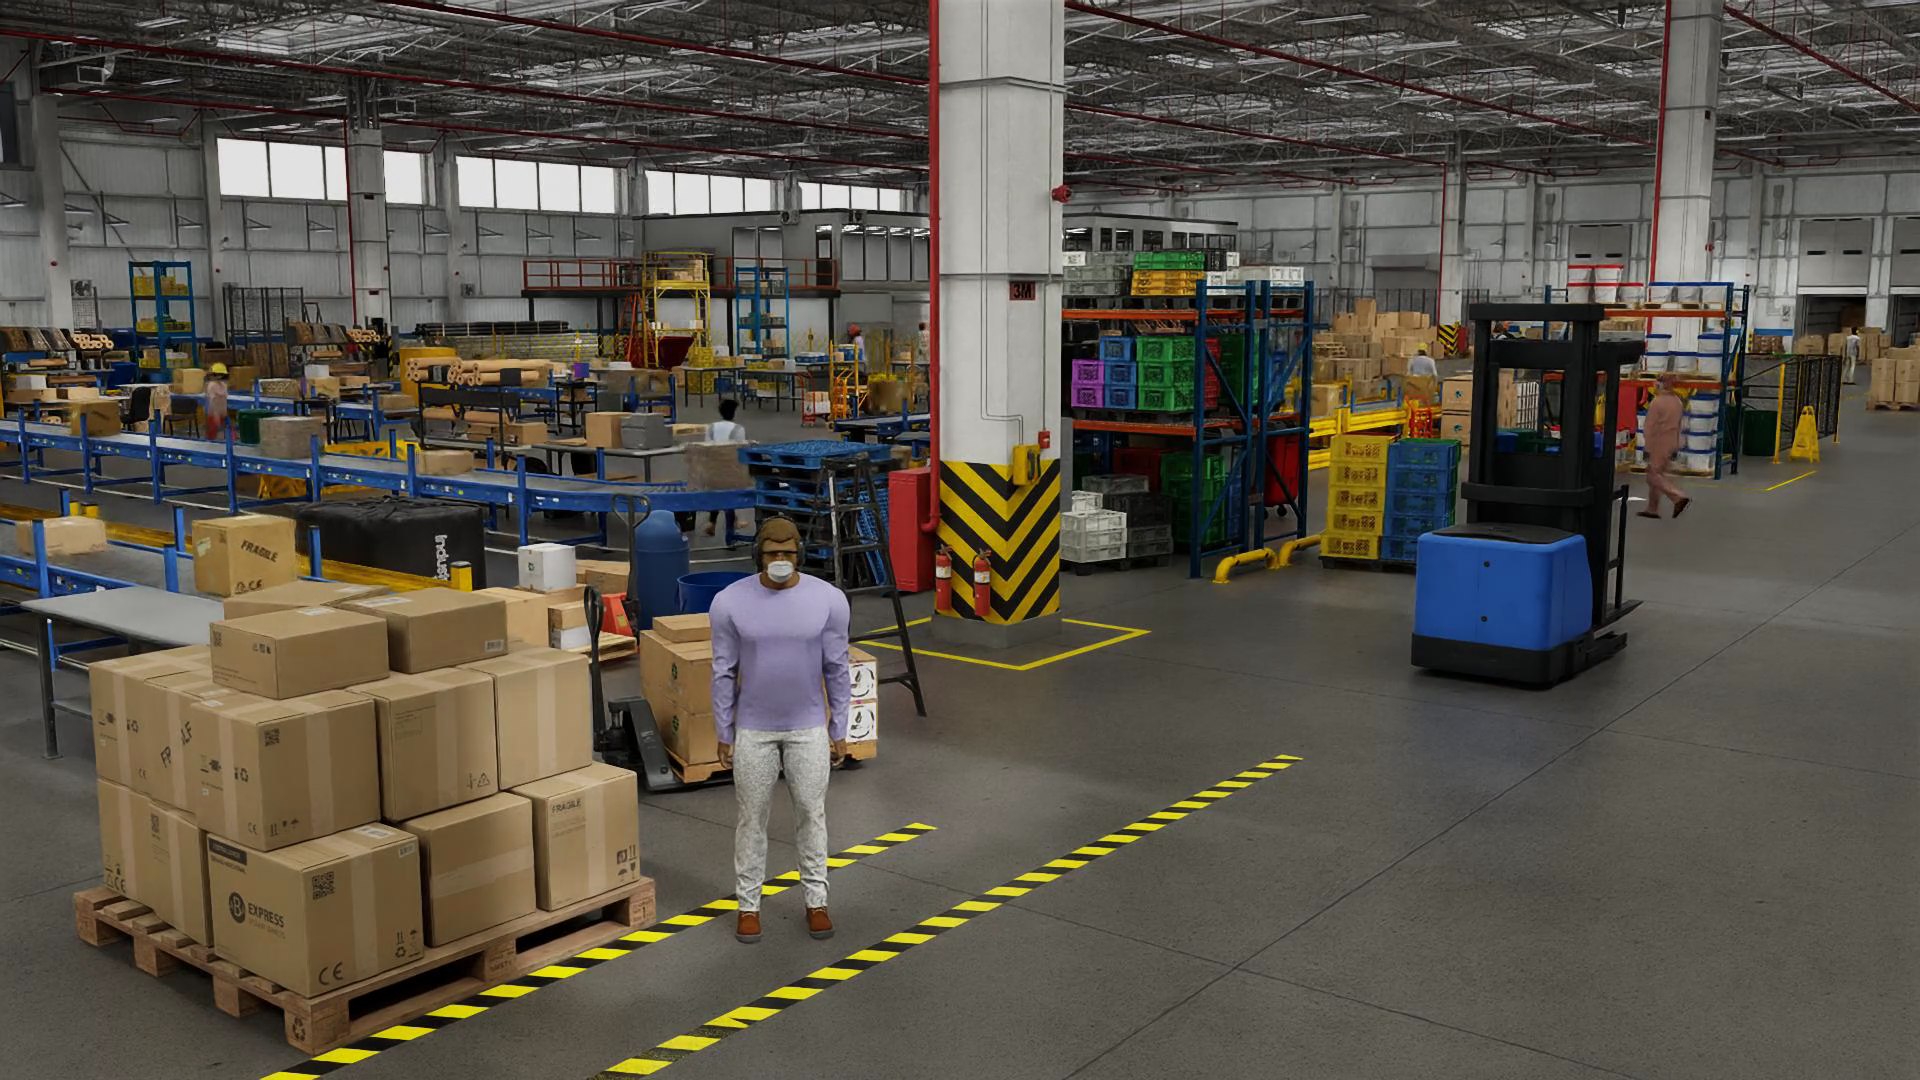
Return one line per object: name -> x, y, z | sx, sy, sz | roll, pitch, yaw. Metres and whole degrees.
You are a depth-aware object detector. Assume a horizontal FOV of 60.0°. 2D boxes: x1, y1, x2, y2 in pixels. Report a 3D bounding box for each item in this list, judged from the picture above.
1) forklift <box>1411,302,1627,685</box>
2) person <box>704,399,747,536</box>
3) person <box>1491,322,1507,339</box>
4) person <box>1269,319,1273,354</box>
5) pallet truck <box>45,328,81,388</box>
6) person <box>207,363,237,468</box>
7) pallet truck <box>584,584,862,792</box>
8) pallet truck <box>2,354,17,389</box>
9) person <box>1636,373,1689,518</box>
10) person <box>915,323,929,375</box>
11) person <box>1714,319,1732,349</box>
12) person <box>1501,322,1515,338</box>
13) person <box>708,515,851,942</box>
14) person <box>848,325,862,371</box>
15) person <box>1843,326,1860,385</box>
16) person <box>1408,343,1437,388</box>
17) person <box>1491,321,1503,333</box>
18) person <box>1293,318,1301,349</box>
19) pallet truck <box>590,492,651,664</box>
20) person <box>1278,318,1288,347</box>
forklift -> 4.379, -0.438, 12.852 | 1.129, 2.768, 1.873 | 7, 11, 37
person -> -2.859, -0.878, 19.988 | 0.517, 1.639, 0.920 | 5, 10, 28
person -> 16.027, -5.459, 49.517 | 0.538, 2.000, 0.684 | -7, 11, -41
person -> 12.924, -8.453, 70.130 | 0.548, 1.914, 0.673 | 5, 10, 31
pallet truck -> -23.775, -4.544, 43.495 | 1.885, 1.965, 0.823 | 6, 10, 35
person -> -12.189, -2.043, 27.509 | 0.702, 1.744, 0.546 | 2, 9, 10
pallet truck -> -1.426, 0.805, 10.019 | 1.601, 1.201, 0.680 | -4, 9, -26
pallet truck -> -24.881, -4.417, 42.634 | 1.885, 1.965, 0.823 | 8, 11, 41
person -> 9.003, -1.186, 21.222 | 0.642, 1.894, 0.683 | -7, 11, -38
person -> -1.364, -6.734, 58.693 | 0.624, 1.861, 0.618 | 6, 10, 36
person -> 28.969, -7.412, 63.105 | 0.644, 1.915, 0.674 | -1, 9, -10
person -> 16.957, -5.784, 51.854 | 0.622, 1.993, 0.382 | 7, 11, 39
person -> -0.799, 0.842, 7.436 | 0.624, 1.931, 0.377 | -1, 9, -8
person -> -2.909, -5.205, 47.944 | 0.706, 1.997, 0.656 | 2, 9, 16
person -> 28.240, -5.829, 52.642 | 0.330, 1.861, 0.497 | -4, 9, -26
person -> 10.206, -3.423, 36.587 | 0.600, 1.804, 0.763 | 6, 10, 35
person -> 23.436, -8.799, 72.483 | 0.608, 1.902, 0.661 | 7, 11, 39
person -> 17.631, -10.948, 86.825 | 0.667, 1.961, 0.620 | 8, 11, 42
pallet truck -> -3.115, 0.344, 12.883 | 0.653, 1.274, 1.630 | 7, 11, 37
person -> 15.830, -10.100, 81.635 | 0.615, 1.799, 0.951 | -1, 8, -5
